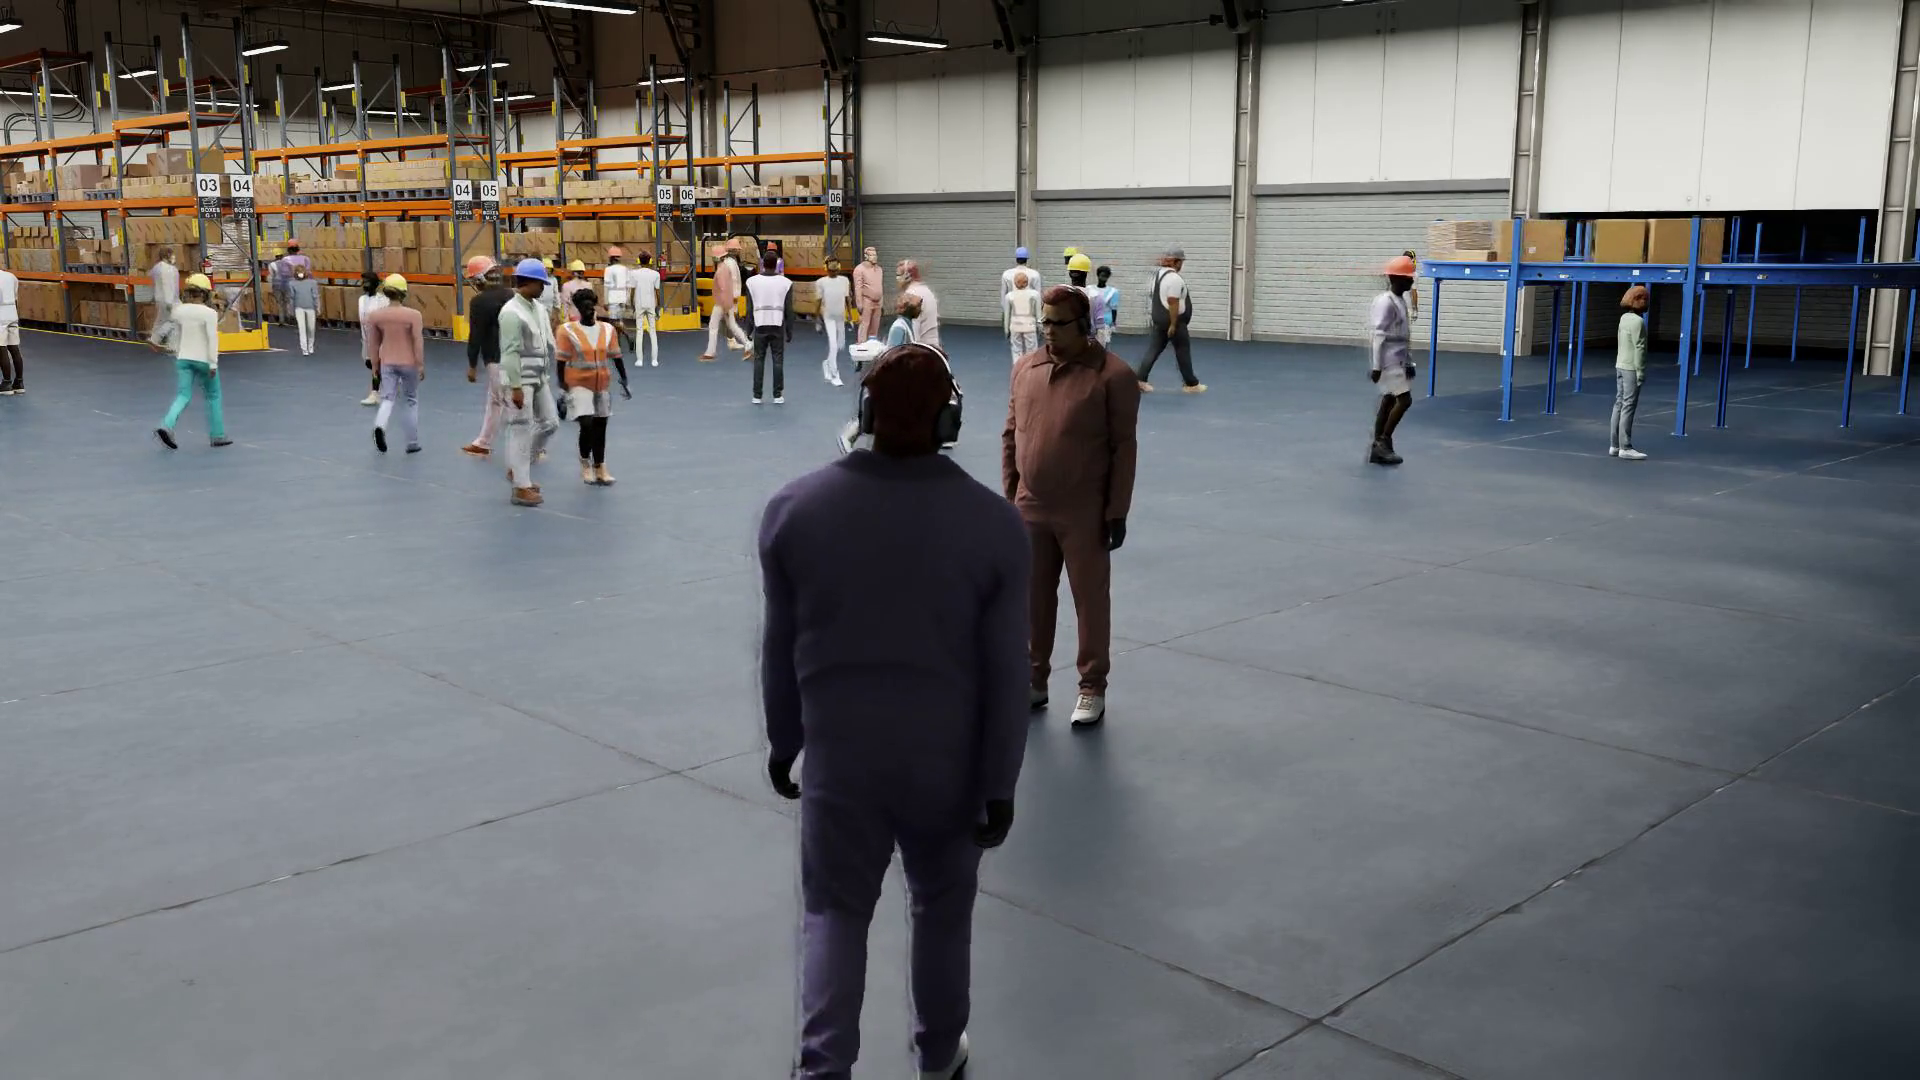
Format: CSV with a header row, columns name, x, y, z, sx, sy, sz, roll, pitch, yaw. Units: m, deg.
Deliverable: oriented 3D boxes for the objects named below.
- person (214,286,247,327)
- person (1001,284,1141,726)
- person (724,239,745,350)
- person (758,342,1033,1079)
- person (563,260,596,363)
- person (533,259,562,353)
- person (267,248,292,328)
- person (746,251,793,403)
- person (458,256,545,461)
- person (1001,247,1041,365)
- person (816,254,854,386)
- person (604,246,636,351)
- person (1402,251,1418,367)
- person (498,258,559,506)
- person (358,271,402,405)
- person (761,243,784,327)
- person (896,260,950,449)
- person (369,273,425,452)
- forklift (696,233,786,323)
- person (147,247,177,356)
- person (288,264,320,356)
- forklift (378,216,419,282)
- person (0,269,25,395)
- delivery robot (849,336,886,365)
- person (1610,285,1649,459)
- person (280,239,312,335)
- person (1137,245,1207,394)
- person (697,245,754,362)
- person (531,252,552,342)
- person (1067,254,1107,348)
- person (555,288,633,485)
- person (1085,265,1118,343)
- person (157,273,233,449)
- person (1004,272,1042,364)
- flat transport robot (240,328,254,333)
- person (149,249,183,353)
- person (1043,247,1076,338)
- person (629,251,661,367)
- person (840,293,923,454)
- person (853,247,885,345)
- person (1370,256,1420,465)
name,x,y,z,sx,sy,sz,roll,pitch,yaw
person,-15.426,-5.239,35.127,0.952,1.837,0.598,9,13,39
person,0.445,-0.153,7.245,0.639,1.902,0.407,6,12,31
person,-4.209,-4.576,30.971,0.368,2.046,0.608,-2,11,-11
person,-0.157,0.490,3.812,0.648,1.878,0.847,1,10,6
person,-5.959,-3.503,25.969,0.852,1.731,0.530,10,14,42
person,-7.354,-4.152,29.618,0.946,1.678,0.499,8,13,37
person,-15.585,-5.786,38.166,0.617,1.821,0.426,-10,14,-43
person,-2.406,-2.685,21.028,0.591,1.915,0.400,-1,10,-6
person,-4.300,-1.686,15.556,1.027,1.922,0.657,4,11,21
person,0.926,-3.495,25.398,0.618,1.926,0.634,1,10,4
person,-1.812,-3.145,23.716,0.513,1.848,0.779,-6,12,-28
person,-6.114,-4.319,29.919,0.771,1.923,0.542,7,12,32
person,7.194,-3.734,26.891,0.311,1.863,0.510,-8,13,-37
person,-3.446,-1.261,13.205,0.430,1.924,0.694,2,11,11
person,-7.323,-2.557,20.978,0.537,1.675,0.662,7,12,32
person,-4.350,-5.933,38.682,0.542,1.930,0.374,-1,10,-5
person,-0.464,-1.830,16.533,0.779,1.863,0.671,4,11,19
person,-5.454,-1.695,16.078,0.528,1.748,0.678,0,10,2
forklift,-5.496,-6.489,41.108,2.313,2.155,1.214,-10,14,-44
person,-14.028,-4.181,29.231,0.556,1.899,0.689,-6,12,-30
person,-11.663,-4.107,29.586,0.499,1.609,0.738,-5,12,-27
forklift,-17.868,-9.201,54.028,1.873,2.768,1.129,-10,14,-44
person,-12.828,-2.932,22.240,0.379,1.958,0.600,1,10,5
delivery robot,-1.364,-2.948,26.020,0.707,0.478,0.477,2,11,12
person,6.422,-1.608,15.898,0.286,1.636,0.500,0,10,2
person,-14.236,-5.422,35.627,0.557,2.024,0.645,10,14,44
person,2.808,-2.973,22.358,1.005,2.000,0.686,-4,11,-20
person,-3.916,-3.977,27.973,0.979,1.958,0.608,2,11,10
person,-8.314,-4.761,32.681,0.639,1.797,0.945,-2,11,-9
person,1.147,-1.828,16.305,0.594,1.925,0.368,3,11,17
person,-3.099,-1.285,14.053,0.635,1.672,0.407,-9,14,-41
person,2.003,-3.110,23.936,0.558,1.682,0.360,3,11,18
person,-7.655,-1.778,16.550,0.531,1.735,0.759,2,11,13
person,0.858,-2.839,22.660,0.531,1.617,0.390,2,11,11
flat transport robot,-15.149,-4.289,34.363,0.652,0.197,1.431,-9,14,-42
person,-14.185,-4.286,29.848,1.043,1.885,0.648,2,11,11
person,2.182,-4.852,32.929,1.015,1.873,0.608,1,10,8
person,-5.111,-3.753,26.998,0.500,1.862,0.332,-3,11,-15
person,-0.681,-1.558,15.797,0.921,1.579,0.531,2,11,11
person,-1.509,-4.002,28.220,0.409,1.909,0.640,8,13,38
person,4.039,-1.650,15.371,0.514,1.919,0.546,6,12,28
